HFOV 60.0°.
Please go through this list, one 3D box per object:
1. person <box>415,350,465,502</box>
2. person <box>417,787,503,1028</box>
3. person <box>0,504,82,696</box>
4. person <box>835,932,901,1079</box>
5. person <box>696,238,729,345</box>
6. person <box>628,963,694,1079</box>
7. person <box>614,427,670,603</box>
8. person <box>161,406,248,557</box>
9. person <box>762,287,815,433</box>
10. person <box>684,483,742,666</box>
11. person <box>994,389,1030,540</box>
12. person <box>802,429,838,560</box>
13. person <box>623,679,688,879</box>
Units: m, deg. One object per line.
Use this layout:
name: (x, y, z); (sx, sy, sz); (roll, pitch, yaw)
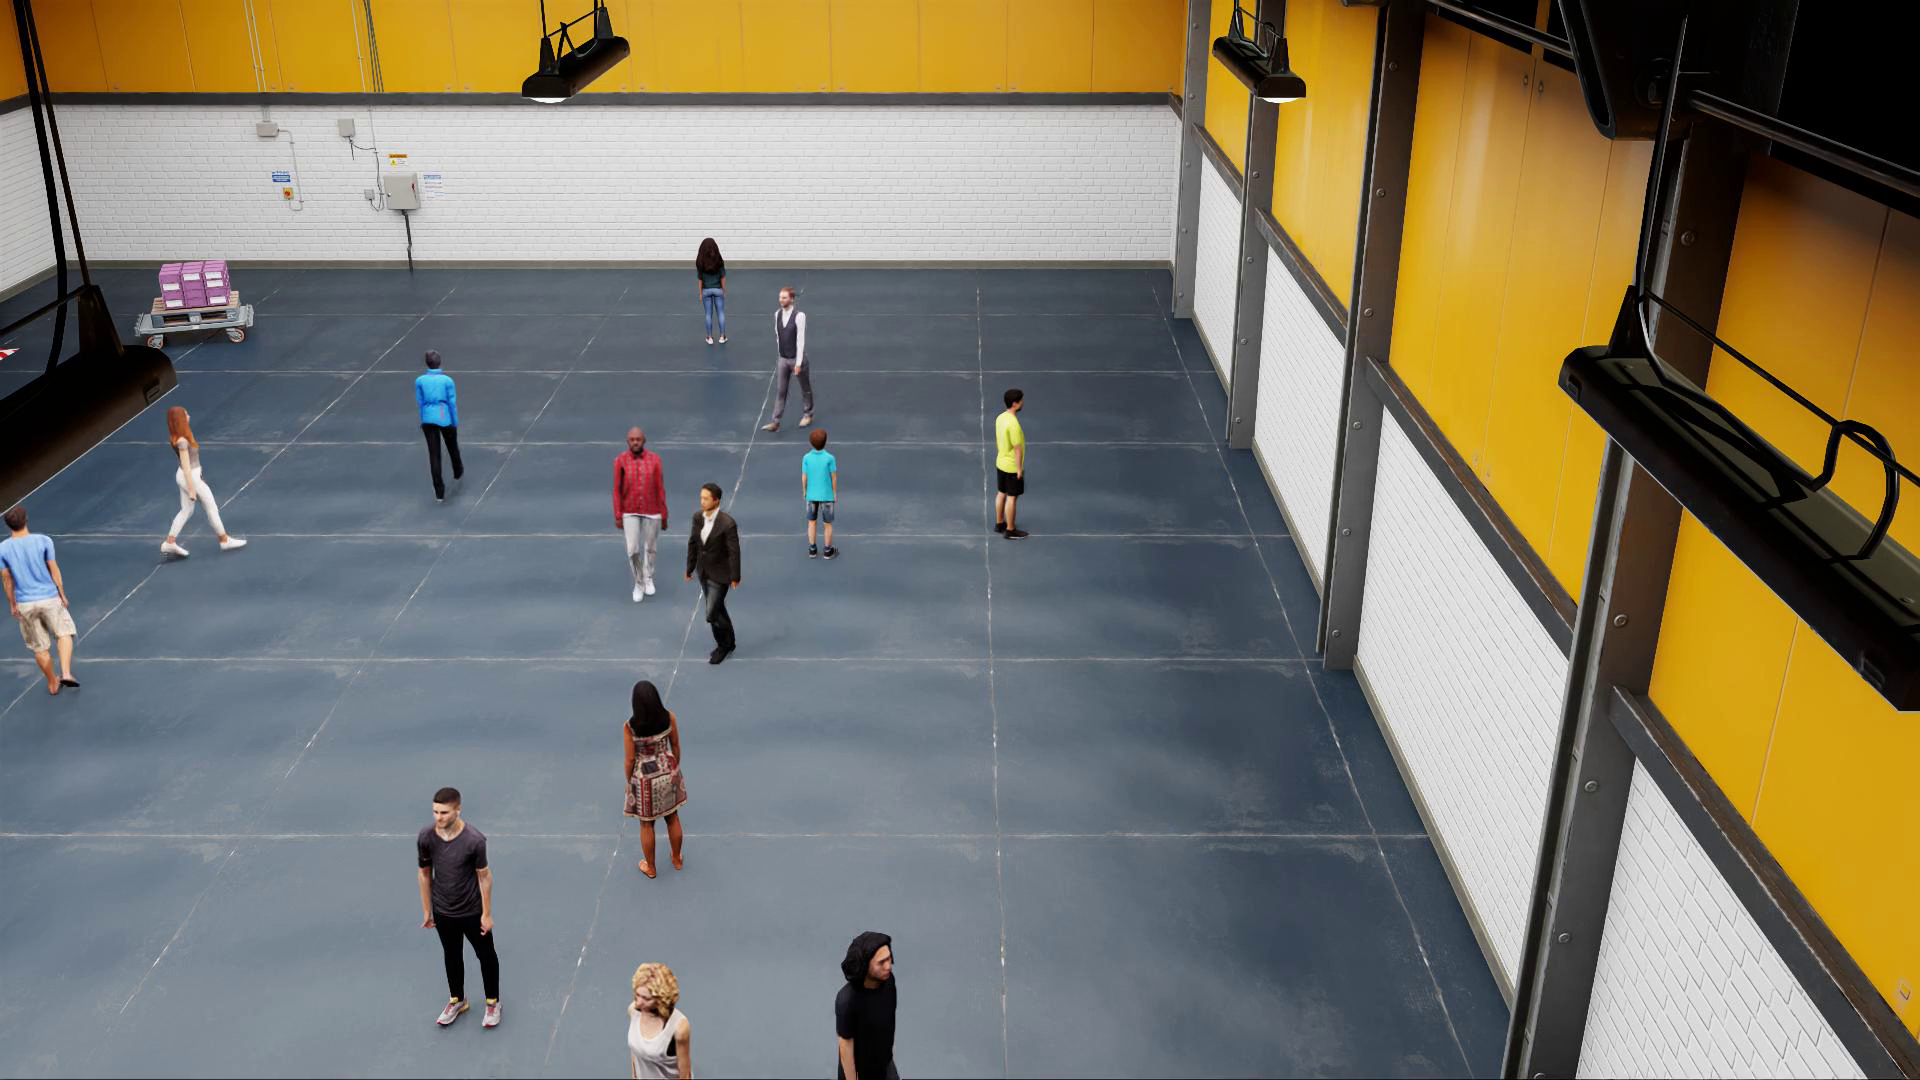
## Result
person: (-6.104, -1.301, 19.414); (0.743, 1.737, 1.168); (-4, 24, -8)
person: (-3.276, 2.397, 10.919); (0.646, 1.765, 0.567); (2, 24, 5)
person: (-8.291, 0.578, 14.966); (0.811, 1.857, 0.886); (-11, 26, -24)
person: (-0.606, 2.983, 9.527); (1.123, 1.806, 1.177); (-22, 32, -40)
person: (-3.763, -3.790, 25.259); (0.617, 1.616, 0.611); (-2, 24, -5)
person: (-1.660, 3.084, 9.468); (0.679, 1.668, 0.708); (14, 27, 29)
person: (-3.287, -0.327, 17.094); (0.782, 1.810, 0.804); (-6, 24, -13)
person: (-8.354, -0.608, 17.876); (1.053, 1.699, 1.079); (-17, 29, -33)
person: (-2.110, -2.364, 21.645); (1.070, 1.897, 1.292); (13, 27, 27)
person: (-2.247, 0.276, 15.740); (0.837, 1.790, 0.891); (21, 31, 39)
person: (0.551, -0.858, 18.438); (0.754, 1.707, 0.606); (-11, 26, -23)
person: (-1.515, -0.497, 17.944); (0.558, 1.442, 0.545); (3, 24, 8)
person: (-2.299, 1.778, 12.485); (0.725, 1.645, 0.713); (-13, 27, -27)
